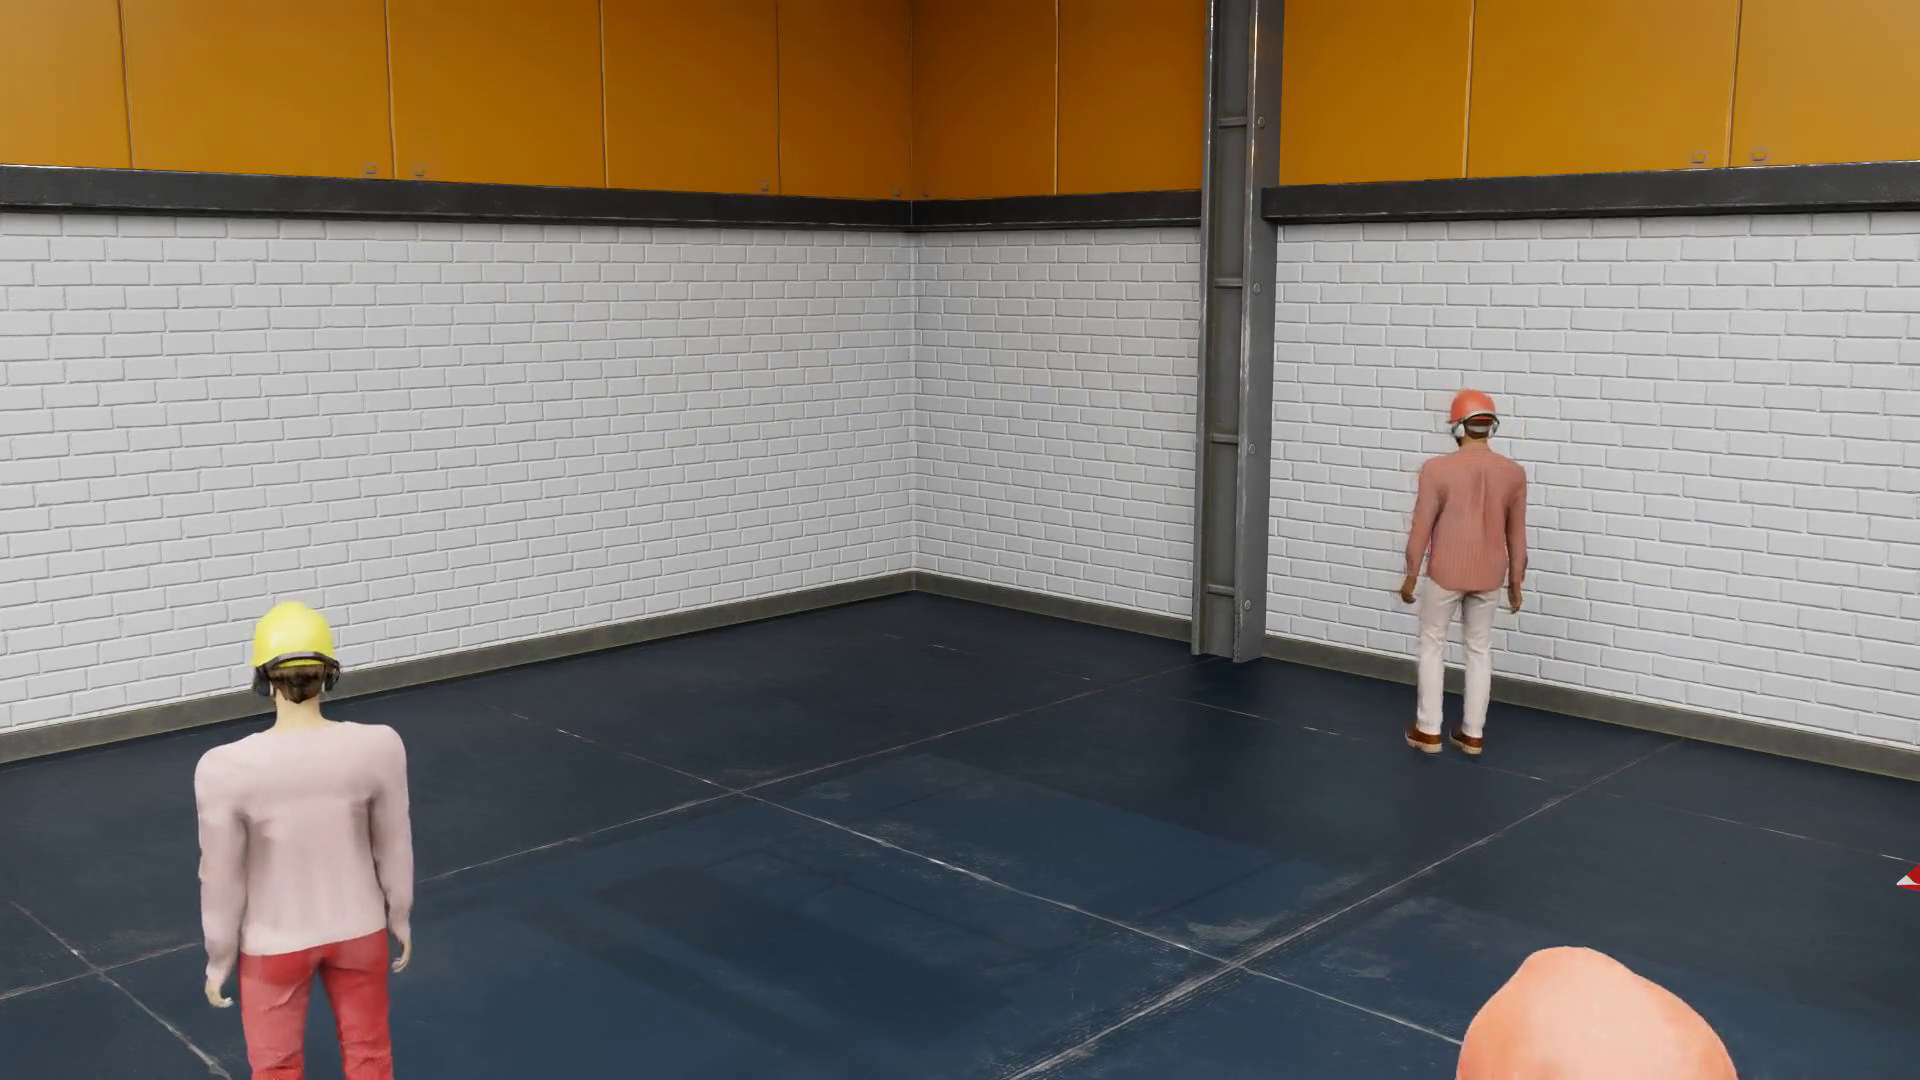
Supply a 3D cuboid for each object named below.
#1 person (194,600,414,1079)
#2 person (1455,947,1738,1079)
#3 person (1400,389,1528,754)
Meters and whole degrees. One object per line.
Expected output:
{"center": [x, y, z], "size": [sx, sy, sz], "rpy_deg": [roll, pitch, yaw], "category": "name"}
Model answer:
{"center": [-1.692, 1.030, 4.343], "size": [0.532, 1.767, 0.320], "rpy_deg": [-6, 11, -33], "category": "person"}
{"center": [0.615, 1.369, 1.607], "size": [0.625, 1.994, 1.048], "rpy_deg": [-1, 9, -7], "category": "person"}
{"center": [2.695, 0.188, 8.883], "size": [0.668, 1.971, 0.465], "rpy_deg": [-1, 9, -7], "category": "person"}
